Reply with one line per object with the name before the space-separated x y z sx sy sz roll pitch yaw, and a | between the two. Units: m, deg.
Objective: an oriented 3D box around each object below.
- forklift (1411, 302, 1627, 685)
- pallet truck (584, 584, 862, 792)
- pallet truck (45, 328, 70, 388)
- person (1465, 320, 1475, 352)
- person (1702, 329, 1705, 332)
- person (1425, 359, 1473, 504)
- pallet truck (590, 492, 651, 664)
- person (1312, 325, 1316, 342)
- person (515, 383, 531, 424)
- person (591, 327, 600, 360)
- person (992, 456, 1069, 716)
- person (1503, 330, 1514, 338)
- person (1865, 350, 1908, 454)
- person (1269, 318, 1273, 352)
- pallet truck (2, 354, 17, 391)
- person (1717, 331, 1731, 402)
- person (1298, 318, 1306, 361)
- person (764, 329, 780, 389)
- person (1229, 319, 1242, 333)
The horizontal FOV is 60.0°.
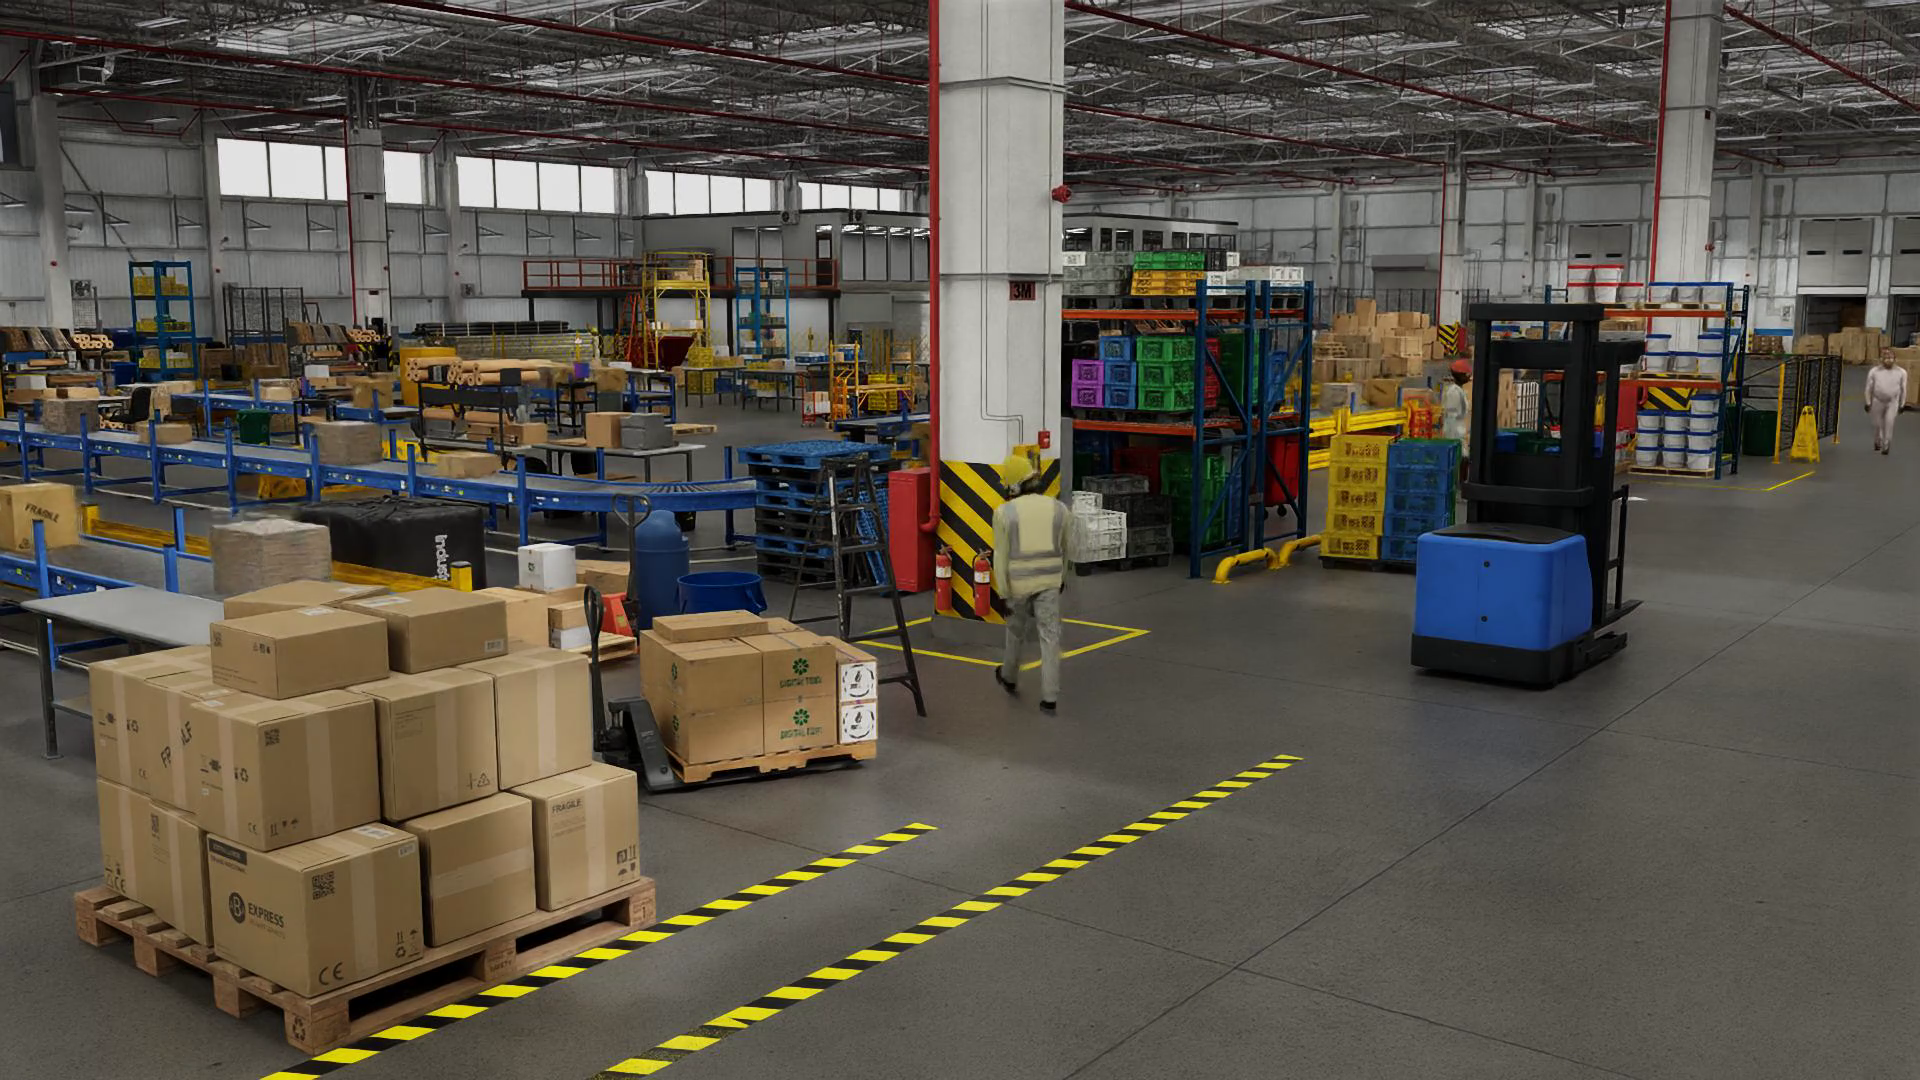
forklift | 4.379 -0.438 12.852 1.129 2.768 1.873 7 11 37
pallet truck | -1.426 0.805 10.019 1.601 1.201 0.680 -4 9 -26
pallet truck | -23.775 -4.544 43.495 1.885 1.965 0.823 6 10 35
person | 24.521 -9.858 79.838 0.624 1.845 0.430 -3 9 -16
person | 24.643 -6.393 55.815 0.536 2.000 0.676 -2 9 -14
person | 6.745 -1.499 22.933 0.927 2.018 0.613 3 9 19
pallet truck | -3.115 0.344 12.883 0.653 1.274 1.630 7 11 37
person | 12.747 -7.022 60.642 0.609 1.859 0.607 0 8 -2
person | -8.121 -2.491 30.871 0.274 1.632 0.503 -7 11 -41
person | -12.417 -6.368 56.637 0.290 1.746 0.486 -1 8 -5
person | 0.480 0.293 11.635 0.609 1.760 0.956 -2 9 -14
person | 15.047 -4.869 46.082 0.564 1.897 1.005 -8 11 -43
person | 16.809 -2.511 30.204 0.645 1.878 0.865 6 10 33
person | 15.338 -10.141 81.735 0.512 1.845 0.340 -3 9 -19
pallet truck | -24.881 -4.417 42.634 1.885 1.965 0.823 8 11 41
person | 19.632 -4.444 42.966 0.604 1.954 0.483 -8 11 -43
person | 14.142 -8.283 68.718 0.392 1.991 0.612 -3 9 -17
person | -5.230 -4.961 46.596 0.577 1.904 0.860 8 12 44
person | 11.101 -7.999 67.034 0.580 1.919 0.529 3 9 21
